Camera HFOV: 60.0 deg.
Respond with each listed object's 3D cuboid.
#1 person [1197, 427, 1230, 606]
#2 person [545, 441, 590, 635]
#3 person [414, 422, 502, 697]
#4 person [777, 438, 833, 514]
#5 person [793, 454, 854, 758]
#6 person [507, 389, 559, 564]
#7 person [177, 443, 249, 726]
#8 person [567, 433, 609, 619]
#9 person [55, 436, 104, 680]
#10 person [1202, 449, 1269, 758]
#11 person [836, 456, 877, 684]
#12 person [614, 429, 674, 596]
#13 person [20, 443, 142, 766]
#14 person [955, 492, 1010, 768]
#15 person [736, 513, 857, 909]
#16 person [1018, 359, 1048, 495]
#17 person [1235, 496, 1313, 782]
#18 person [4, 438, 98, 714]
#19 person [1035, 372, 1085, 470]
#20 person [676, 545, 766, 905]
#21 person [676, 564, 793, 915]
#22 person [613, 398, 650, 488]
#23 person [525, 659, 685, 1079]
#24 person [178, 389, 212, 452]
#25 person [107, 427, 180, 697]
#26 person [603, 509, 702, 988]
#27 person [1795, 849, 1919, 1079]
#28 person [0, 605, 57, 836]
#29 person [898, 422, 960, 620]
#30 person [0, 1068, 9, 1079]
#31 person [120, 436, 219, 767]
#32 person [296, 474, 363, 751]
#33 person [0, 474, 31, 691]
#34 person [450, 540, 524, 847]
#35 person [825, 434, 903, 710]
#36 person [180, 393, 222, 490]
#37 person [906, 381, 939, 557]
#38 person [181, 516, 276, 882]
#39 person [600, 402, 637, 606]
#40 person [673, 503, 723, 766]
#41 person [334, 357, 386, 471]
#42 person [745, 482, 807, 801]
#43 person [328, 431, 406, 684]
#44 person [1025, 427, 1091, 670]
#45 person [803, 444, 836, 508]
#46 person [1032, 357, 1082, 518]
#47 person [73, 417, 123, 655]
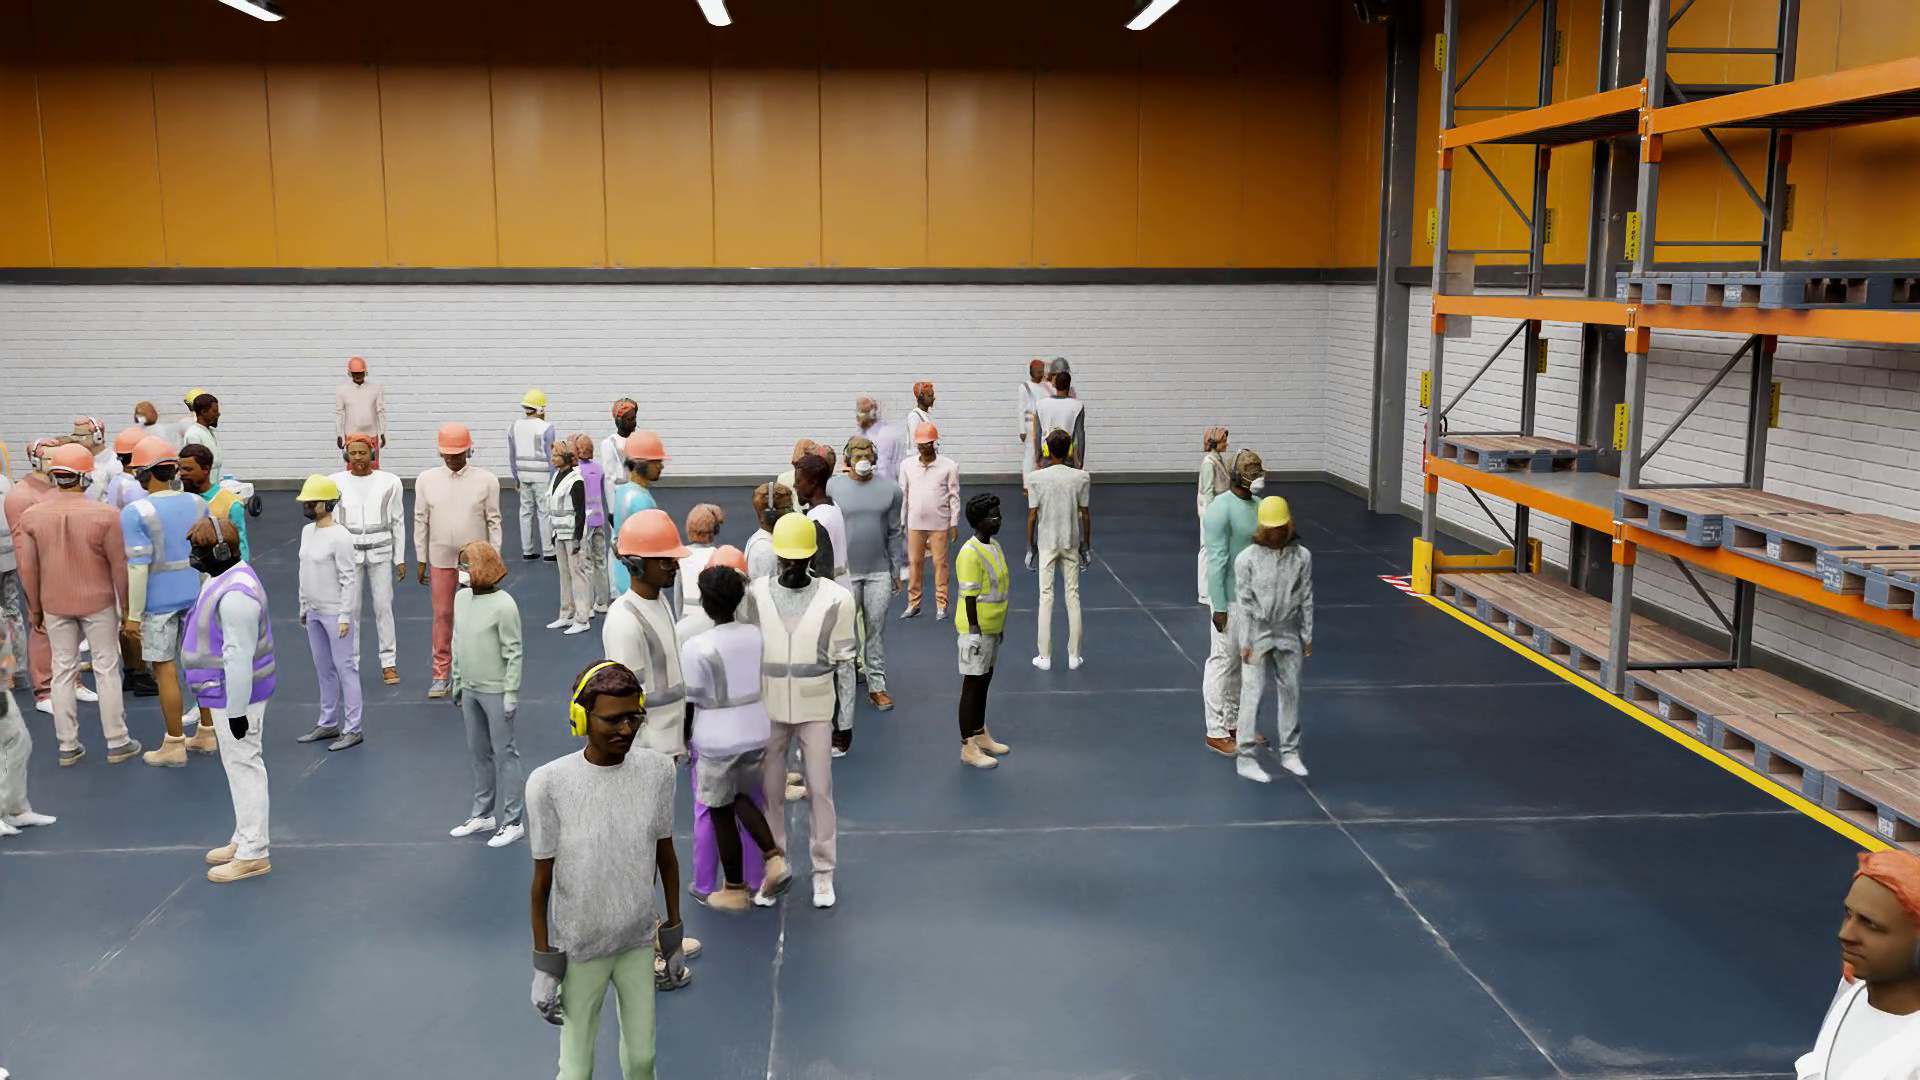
[{"bbox_3d":[2.328,-0.219,15.291,0.306,1.640,0.522,3,9,16],"label":"person"},{"bbox_3d":[-3.316,-0.026,14.072,0.311,1.642,0.512,-7,11,-37],"label":"person"},{"bbox_3d":[-3.601,0.141,11.943,0.609,1.985,0.394,-2,9,-10],"label":"person"},{"bbox_3d":[-1.312,-0.057,14.289,0.500,1.633,0.284,0,9,-3],"label":"person"},{"bbox_3d":[-0.856,0.412,10.464,0.372,1.914,0.597,0,9,0],"label":"person"},{"bbox_3d":[-4.436,-0.661,17.457,0.587,1.835,0.404,4,10,25],"label":"person"},{"bbox_3d":[-5.014,0.303,11.140,0.590,1.919,0.393,3,10,19],"label":"person"},{"bbox_3d":[-3.304,-0.121,14.669,0.314,1.642,0.515,4,10,24],"label":"person"},{"bbox_3d":[-6.641,0.134,12.485,0.354,1.834,0.519,3,10,21],"label":"person"},{"bbox_3d":[1.768,0.386,10.552,0.371,1.941,0.627,7,11,37],"label":"person"},{"bbox_3d":[-0.751,0.192,12.353,0.329,1.751,0.566,-1,9,-4],"label":"person"},{"bbox_3d":[-2.030,0.300,10.774,0.395,2.039,0.614,-4,10,-21],"label":"person"},{"bbox_3d":[-5.440,0.398,10.299,0.614,1.993,0.395,-1,9,-8],"label":"person"},{"bbox_3d":[0.141,0.546,10.307,0.318,1.697,0.534,3,9,17],"label":"person"},{"bbox_3d":[-0.786,0.813,7.945,0.590,1.918,0.401,0,9,2],"label":"person"},{"bbox_3d":[1.041,-1.540,22.850,0.585,1.879,0.370,-8,12,-42],"label":"person"},{"bbox_3d":[1.880,0.602,9.970,0.498,1.692,0.347,-2,9,-14],"label":"person"},{"bbox_3d":[-6.281,0.241,11.567,0.410,1.908,0.643,1,9,5],"label":"person"},{"bbox_3d":[1.164,-1.005,19.411,0.597,1.907,0.402,3,9,17],"label":"person"},{"bbox_3d":[-1.113,0.889,8.031,0.577,1.737,0.355,-4,10,-21],"label":"person"},{"bbox_3d":[-1.086,0.948,7.839,0.398,1.678,0.534,7,12,39],"label":"person"},{"bbox_3d":[-3.191,-0.462,16.174,0.327,1.844,0.514,0,9,-2],"label":"person"},{"bbox_3d":[-1.092,1.283,5.189,0.509,1.858,0.333,-6,11,-33],"label":"person"},{"bbox_3d":[-8.456,-0.798,18.528,0.524,1.769,0.314,5,10,27],"label":"person"},{"bbox_3d":[-5.919,0.156,12.001,0.378,1.938,0.547,-7,12,-39],"label":"person"},{"bbox_3d":[-1.309,0.878,7.134,0.376,2.041,0.615,0,9,1],"label":"person"},{"bbox_3d":[1.875,1.545,3.449,0.355,1.885,0.575,1,9,8],"label":"person"},{"bbox_3d":[-5.199,0.801,8.968,0.406,1.605,0.539,-7,12,-38],"label":"person"},{"bbox_3d":[-0.286,-0.163,14.583,0.572,1.749,0.343,2,9,14],"label":"person"},{"bbox_3d":[-3.761,1.142,6.025,0.311,1.869,0.532,3,10,18],"label":"person"},{"bbox_3d":[-4.909,0.379,10.275,0.393,2.041,0.614,4,10,21],"label":"person"},{"bbox_3d":[-4.054,0.457,10.640,0.525,1.772,0.304,7,11,36],"label":"person"},{"bbox_3d":[-6.950,0.178,11.865,0.417,1.940,0.607,1,9,4],"label":"person"},{"bbox_3d":[-2.528,0.808,8.858,0.507,1.633,0.278,7,11,36],"label":"person"},{"bbox_3d":[-0.684,0.231,11.530,0.630,1.940,0.372,-3,10,-21],"label":"person"},{"bbox_3d":[-7.191,-0.436,15.818,0.384,1.910,0.594,-2,9,-10],"label":"person"},{"bbox_3d":[-0.395,-0.769,17.986,0.355,1.882,0.576,2,9,12],"label":"person"},{"bbox_3d":[-3.677,0.786,8.387,0.429,1.837,0.624,-5,10,-28],"label":"person"},{"bbox_3d":[-3.030,-0.313,15.116,0.351,1.882,0.582,3,10,19],"label":"person"},{"bbox_3d":[-1.544,0.595,10.162,0.513,1.644,0.313,7,12,39],"label":"person"},{"bbox_3d":[-7.761,-1.379,21.533,0.636,1.981,0.426,-5,10,-30],"label":"person"},{"bbox_3d":[-1.074,0.580,9.627,0.345,1.846,0.508,-2,9,-13],"label":"person"},{"bbox_3d":[-4.386,0.141,12.267,0.574,1.883,0.356,-3,10,-20],"label":"person"},{"bbox_3d":[0.753,0.067,12.768,0.514,1.873,0.328,-1,9,-4],"label":"person"},{"bbox_3d":[-0.928,0.236,11.782,0.373,1.843,0.570,-2,9,-11],"label":"person"},{"bbox_3d":[1.269,-1.266,20.605,0.697,2.000,0.821,-7,11,-35],"label":"person"},{"bbox_3d":[-6.877,-0.028,13.253,0.652,1.906,0.409,4,10,23],"label":"person"}]
